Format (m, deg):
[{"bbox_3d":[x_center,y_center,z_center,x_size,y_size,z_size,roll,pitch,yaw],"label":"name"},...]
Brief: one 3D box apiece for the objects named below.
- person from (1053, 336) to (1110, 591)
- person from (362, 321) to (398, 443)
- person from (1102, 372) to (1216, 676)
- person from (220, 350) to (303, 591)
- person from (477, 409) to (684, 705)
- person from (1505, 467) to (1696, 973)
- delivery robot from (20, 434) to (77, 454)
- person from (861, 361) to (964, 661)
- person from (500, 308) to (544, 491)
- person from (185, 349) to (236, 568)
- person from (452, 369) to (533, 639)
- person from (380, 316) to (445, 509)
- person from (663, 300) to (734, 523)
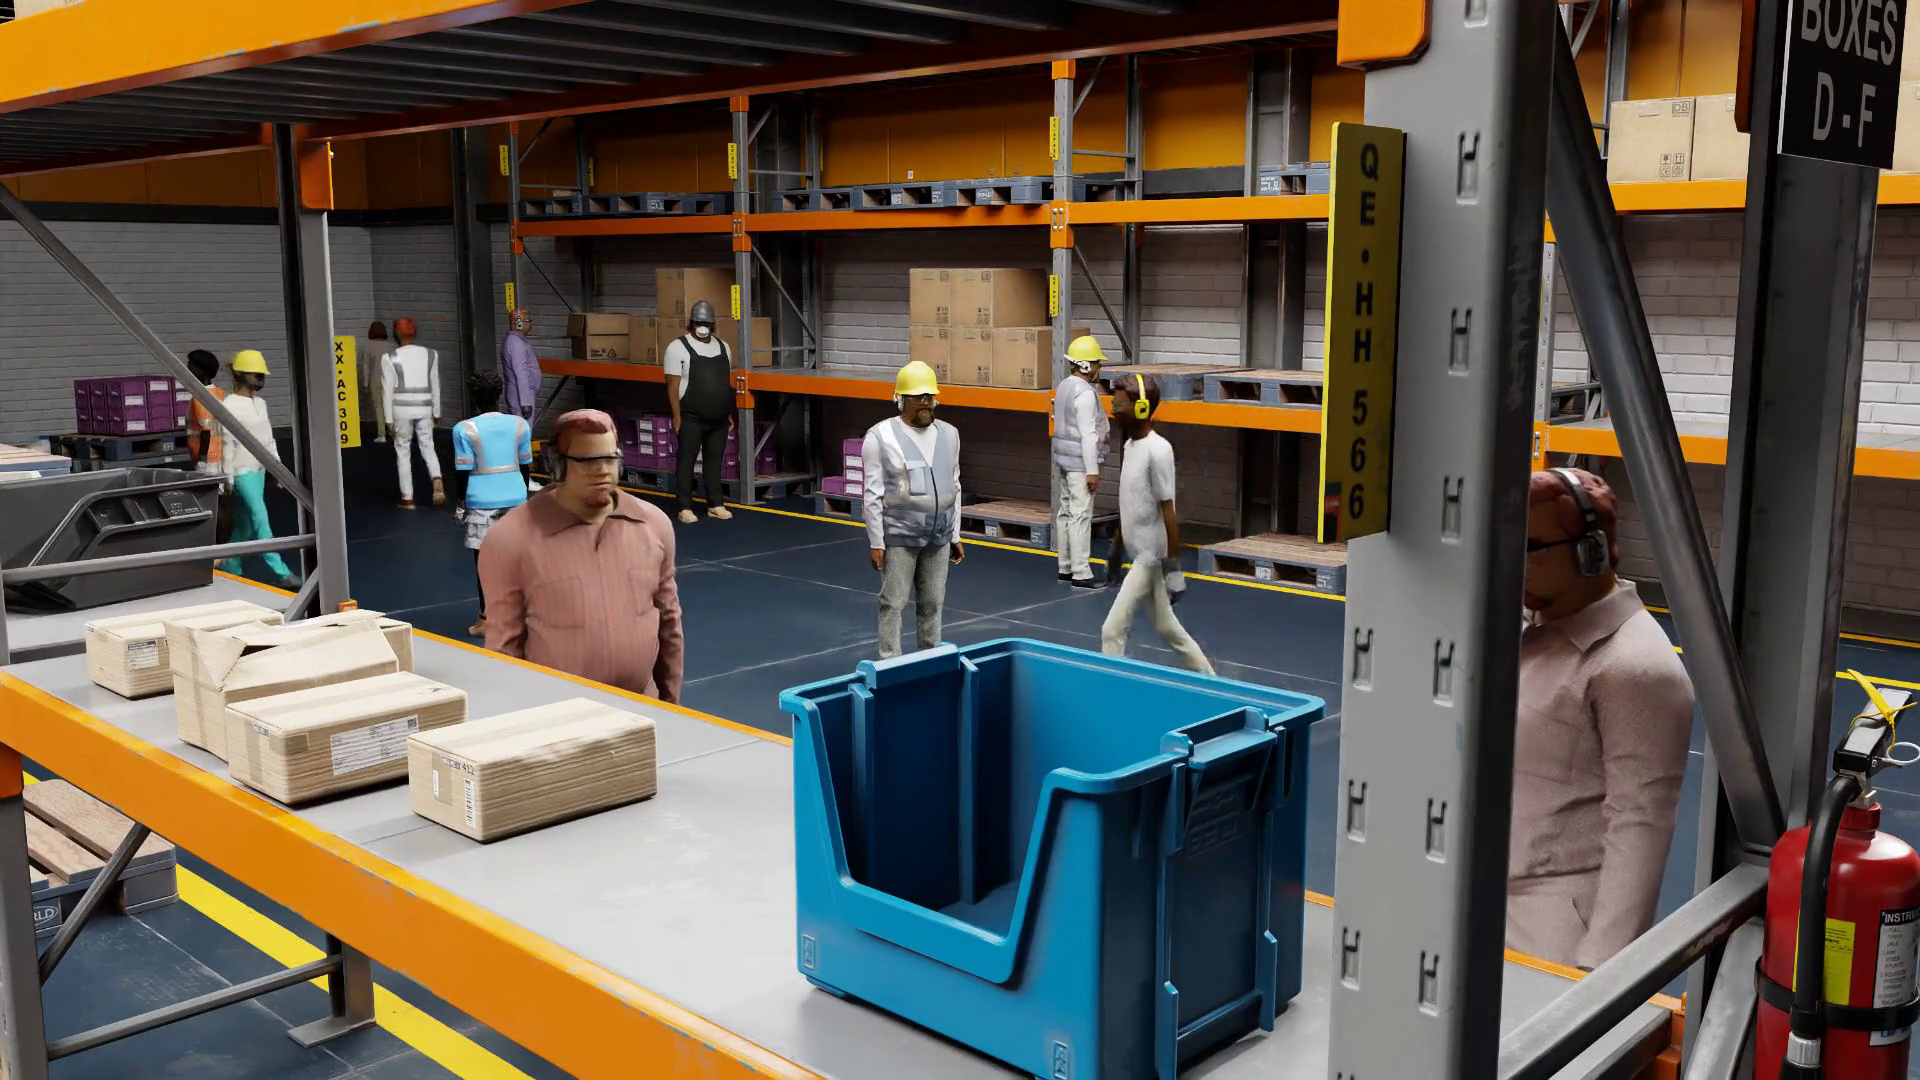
[{"bbox_3d":[0.881,-0.553,12.035,0.404,1.835,0.589,-2,10,-14],"label":"person"},{"bbox_3d":[-7.684,-2.090,22.108,0.506,1.626,0.419,-8,12,-40],"label":"person"},{"bbox_3d":[0.942,0.078,8.233,0.979,1.825,0.535,-1,9,-7],"label":"person"},{"bbox_3d":[-5.006,-0.486,11.904,0.743,1.728,0.548,0,9,2],"label":"person"},{"bbox_3d":[-1.136,0.541,5.144,0.644,1.899,0.395,-7,12,-36],"label":"person"},{"bbox_3d":[1.263,0.787,3.618,0.409,1.904,0.639,-1,9,-9],"label":"person"},{"bbox_3d":[-9.735,-0.887,17.705,0.477,0.478,0.707,6,11,31],"label":"delivery robot"},{"bbox_3d":[-0.229,-0.031,8.840,0.590,1.833,0.403,-6,11,-33],"label":"person"},{"bbox_3d":[-4.571,-1.467,17.419,0.409,1.907,0.650,-4,10,-24],"label":"person"},{"bbox_3d":[-5.821,-0.627,12.908,0.315,1.696,0.541,-2,9,-10],"label":"person"},{"bbox_3d":[-2.928,-0.223,10.447,0.533,1.692,0.319,-8,13,-42],"label":"person"},{"bbox_3d":[-5.220,-1.203,15.904,0.594,1.868,0.684,-7,12,-38],"label":"person"},{"bbox_3d":[-2.336,-1.183,15.265,0.683,2.000,0.536,-8,12,-40],"label":"person"}]
